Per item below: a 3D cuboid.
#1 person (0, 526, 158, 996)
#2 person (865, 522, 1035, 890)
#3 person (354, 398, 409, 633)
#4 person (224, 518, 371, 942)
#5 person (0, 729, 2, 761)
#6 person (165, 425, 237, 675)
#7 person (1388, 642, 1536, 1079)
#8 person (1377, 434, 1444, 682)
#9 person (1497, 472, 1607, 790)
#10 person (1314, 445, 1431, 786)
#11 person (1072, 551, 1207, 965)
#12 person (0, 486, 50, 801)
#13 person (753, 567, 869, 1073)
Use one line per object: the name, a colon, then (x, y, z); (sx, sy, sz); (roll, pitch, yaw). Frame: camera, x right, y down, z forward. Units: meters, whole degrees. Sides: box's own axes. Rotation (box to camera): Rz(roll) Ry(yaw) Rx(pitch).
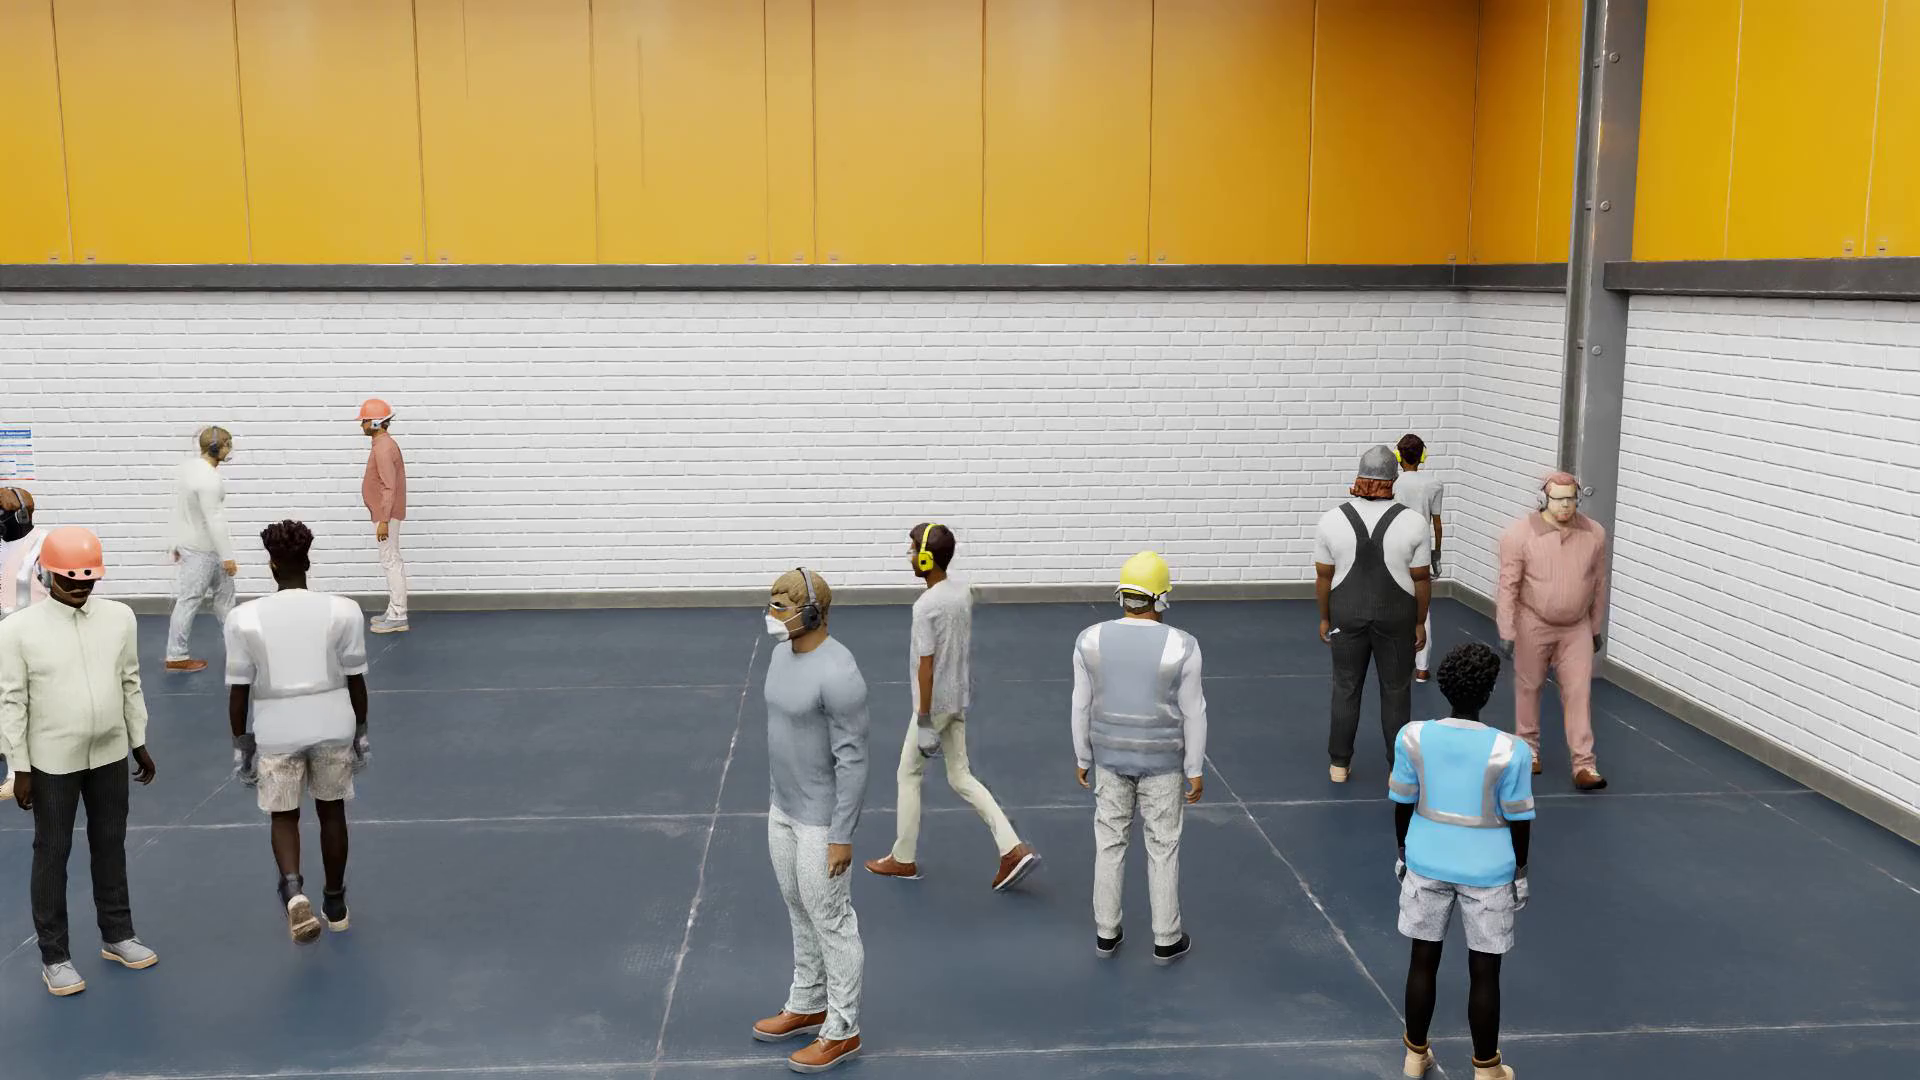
person: (-3.760, 0.919, 7.121); (0.392, 1.986, 0.610); (6, 11, 33)
person: (-0.056, 0.821, 8.189); (0.876, 1.842, 0.524); (6, 11, 32)
person: (-4.919, -0.212, 14.189); (0.392, 1.992, 0.623); (-3, 9, -16)
person: (-2.966, 0.885, 7.494); (0.599, 1.945, 0.659); (-4, 10, -22)
person: (-6.112, 0.459, 10.283); (0.441, 1.896, 0.706); (-9, 12, -43)
person: (-5.695, 0.071, 12.728); (0.928, 1.890, 0.653); (-5, 11, -30)
person: (1.851, 1.216, 6.154); (0.533, 1.697, 0.319); (6, 11, 33)
person: (3.334, 0.137, 12.414); (0.519, 1.865, 0.328); (1, 9, 6)
person: (3.531, 0.543, 9.844); (0.681, 1.863, 0.935); (0, 9, 2)
person: (2.469, 0.444, 9.927); (0.672, 2.000, 0.536); (4, 10, 22)
person: (0.797, 0.957, 7.358); (0.600, 1.830, 0.403); (3, 10, 21)
person: (-5.363, 0.605, 9.541); (0.624, 1.844, 0.430); (3, 10, 20)
person: (-0.575, 1.057, 6.397); (0.357, 1.938, 0.638); (-5, 11, -31)
